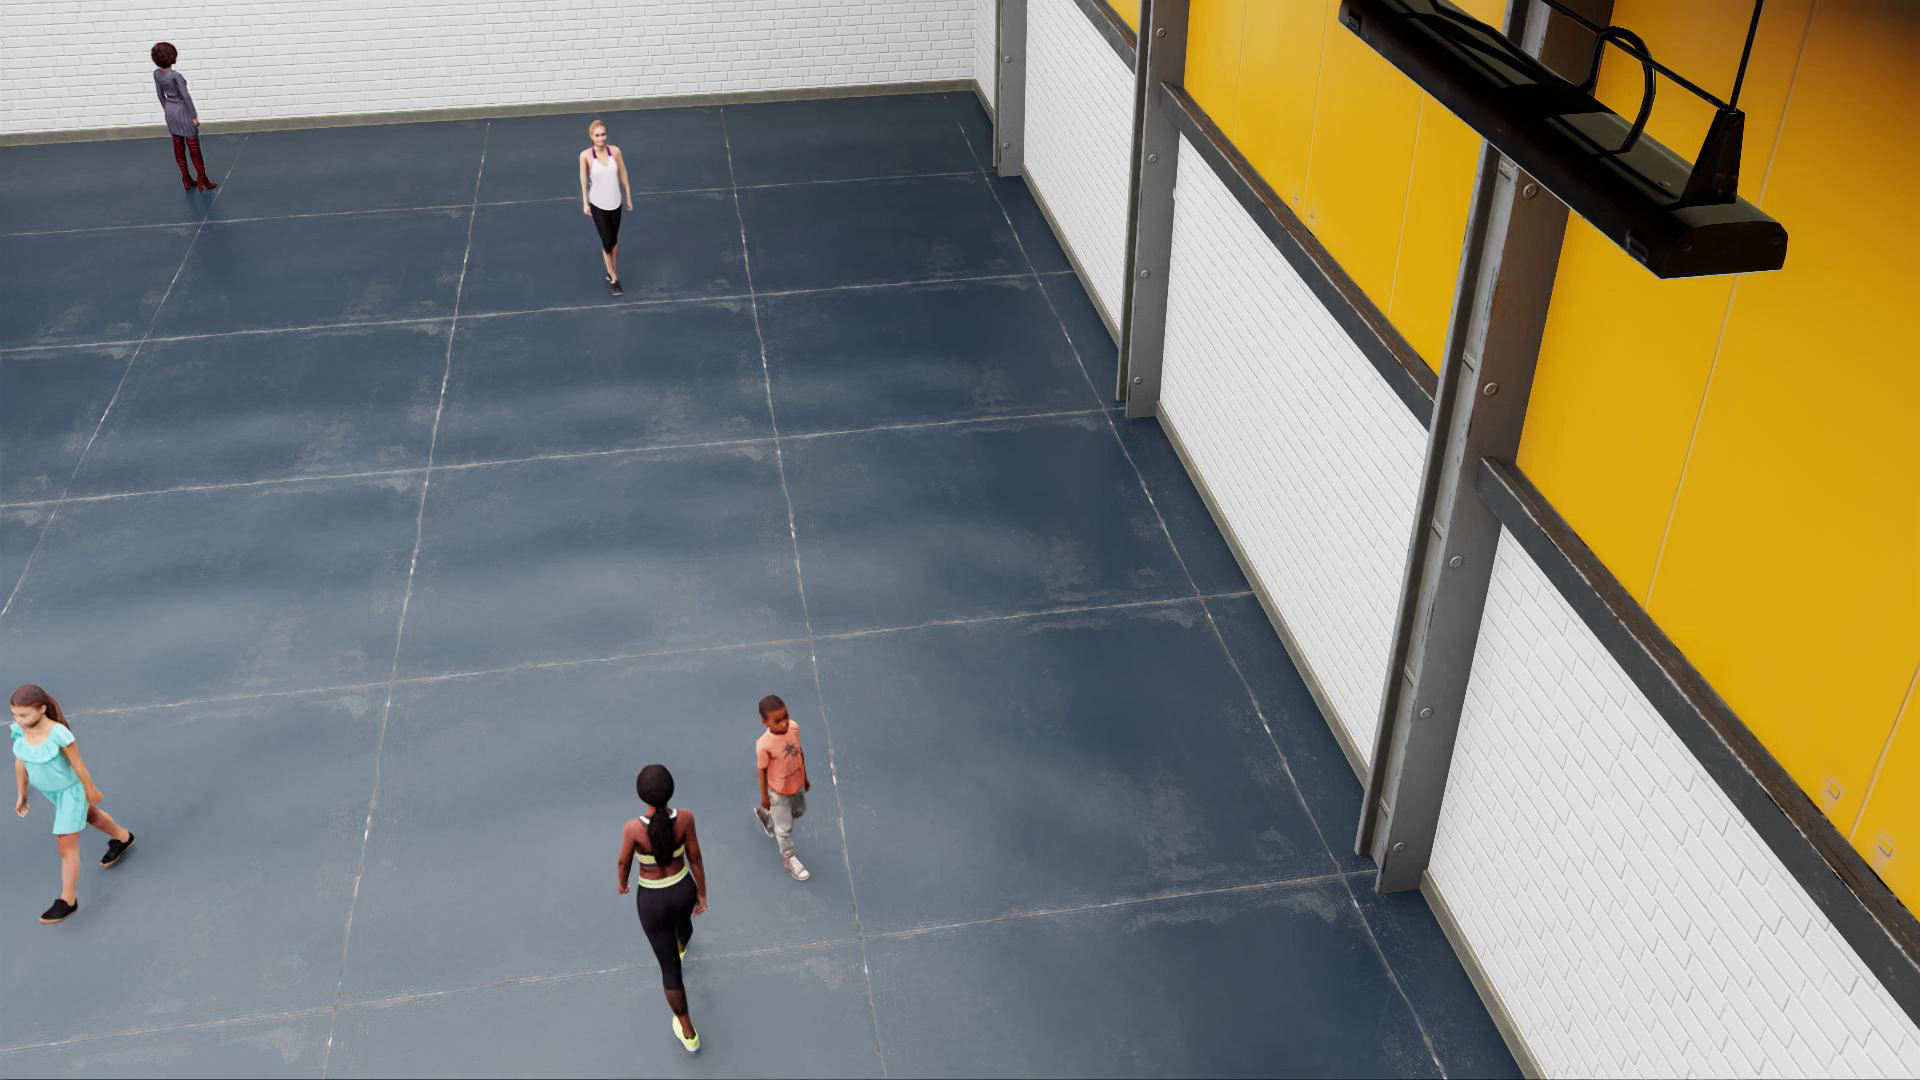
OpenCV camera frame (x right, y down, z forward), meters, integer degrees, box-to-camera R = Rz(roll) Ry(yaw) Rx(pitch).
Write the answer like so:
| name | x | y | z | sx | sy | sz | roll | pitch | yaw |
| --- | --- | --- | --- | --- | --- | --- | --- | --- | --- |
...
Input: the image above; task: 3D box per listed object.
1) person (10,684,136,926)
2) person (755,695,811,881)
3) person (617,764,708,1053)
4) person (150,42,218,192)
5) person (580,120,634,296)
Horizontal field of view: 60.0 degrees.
| name | x | y | z | sx | sy | sz | roll | pitch | yaw |
| --- | --- | --- | --- | --- | --- | --- | --- | --- | --- |
| person | -5.280 | 1.439 | 9.898 | 0.914 | 1.514 | 1.122 | 12 | 35 | 17 |
| person | -1.111 | 1.439 | 10.089 | 0.839 | 1.302 | 0.733 | 29 | 43 | 36 |
| person | -1.543 | 2.004 | 8.877 | 0.778 | 1.703 | 1.177 | -14 | 36 | -21 |
| person | -9.035 | -4.894 | 19.246 | 0.662 | 1.713 | 0.675 | 12 | 35 | 18 |
| person | -3.645 | -3.452 | 17.022 | 0.775 | 1.773 | 0.912 | -16 | 37 | -23 |
